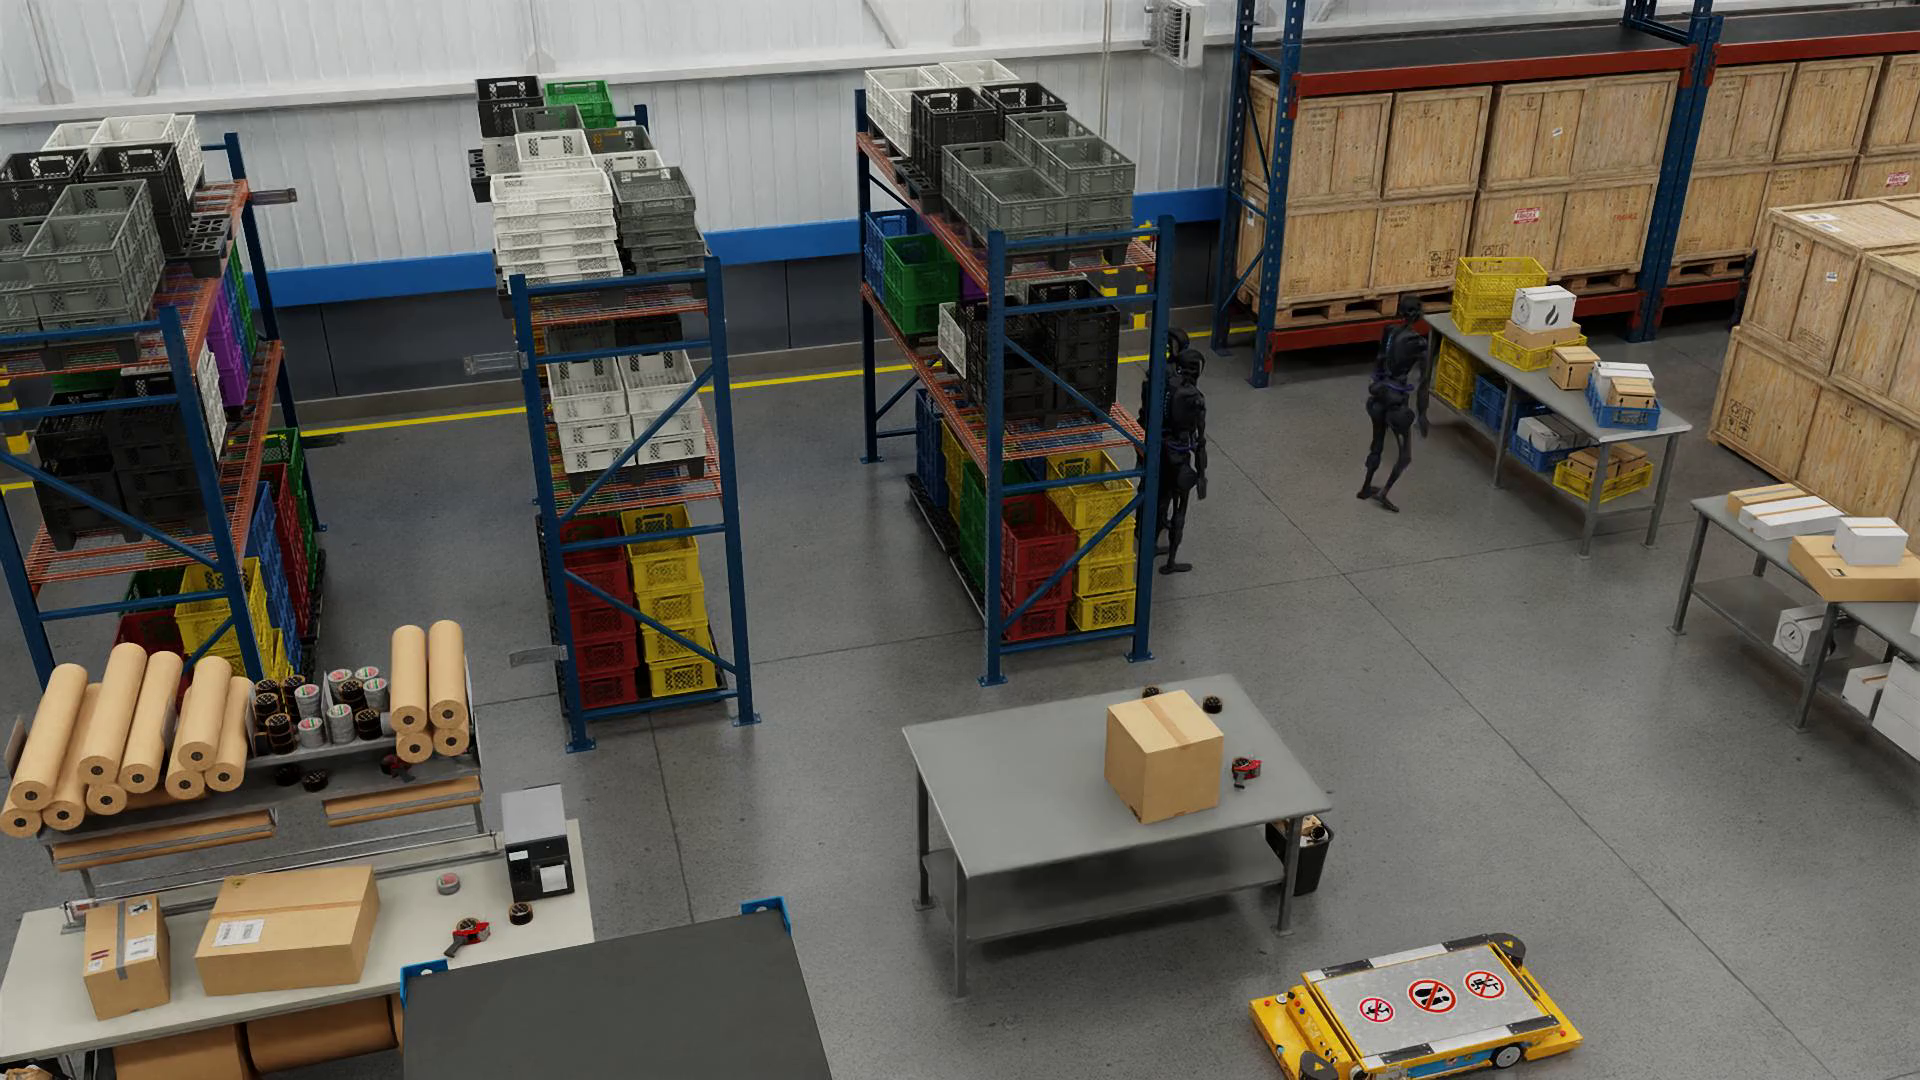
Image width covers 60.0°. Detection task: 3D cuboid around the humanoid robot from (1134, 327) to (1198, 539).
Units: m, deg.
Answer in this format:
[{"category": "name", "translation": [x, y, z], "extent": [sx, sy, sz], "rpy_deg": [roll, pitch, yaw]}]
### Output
[{"category": "humanoid robot", "translation": [1.487, -0.771, 12.100], "extent": [0.580, 1.652, 0.339], "rpy_deg": [-19, 34, -31]}]

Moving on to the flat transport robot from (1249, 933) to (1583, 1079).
[{"category": "flat transport robot", "translation": [2.184, 2.282, 7.980], "extent": [1.431, 0.197, 0.652], "rpy_deg": [-8, 30, -14]}]

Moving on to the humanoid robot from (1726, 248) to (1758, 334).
[{"category": "humanoid robot", "translation": [6.922, -1.966, 14.262], "extent": [0.601, 1.657, 0.323], "rpy_deg": [3, 29, 5]}]

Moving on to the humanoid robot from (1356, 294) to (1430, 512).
[{"category": "humanoid robot", "translation": [3.301, -1.044, 12.601], "extent": [0.364, 1.643, 0.636], "rpy_deg": [-13, 31, -22]}]

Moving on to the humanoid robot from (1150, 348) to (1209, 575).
[{"category": "humanoid robot", "translation": [1.534, -0.569, 11.733], "extent": [0.323, 1.651, 0.569], "rpy_deg": [-12, 31, -21]}]
